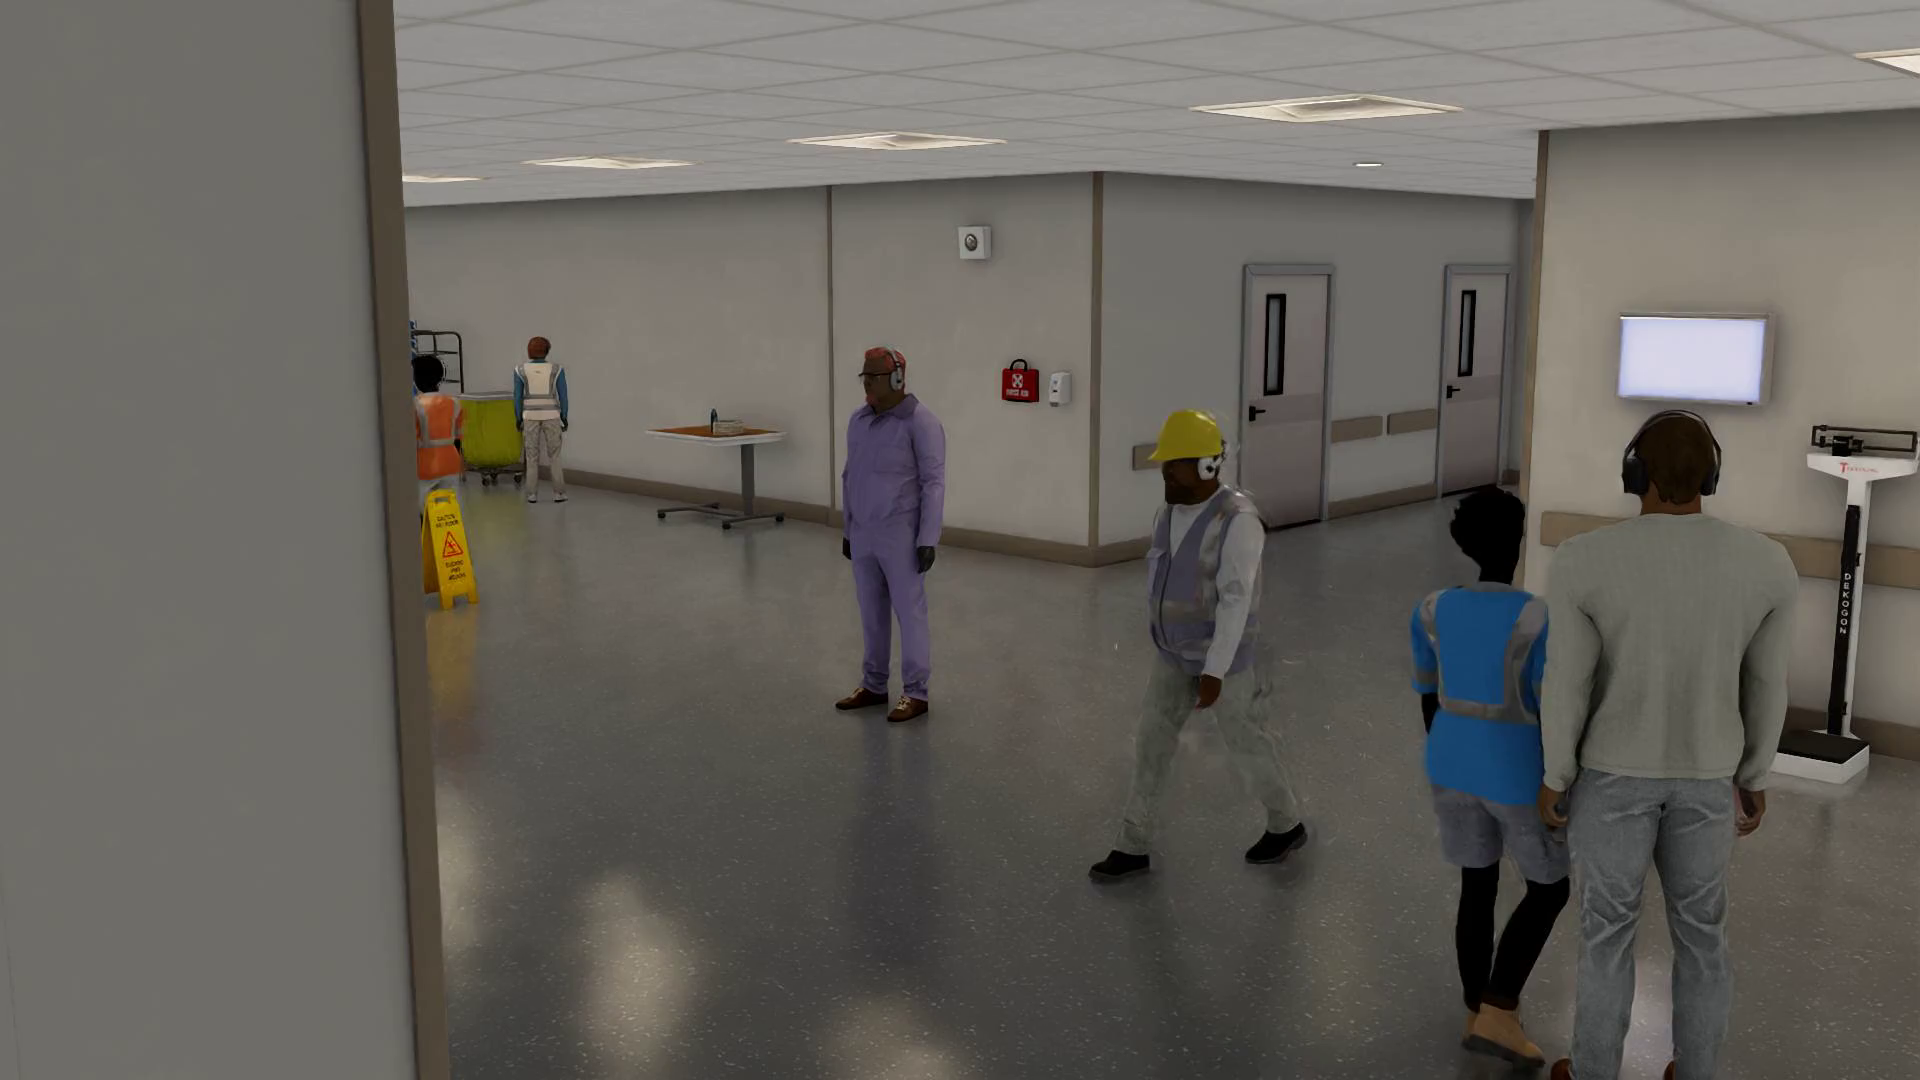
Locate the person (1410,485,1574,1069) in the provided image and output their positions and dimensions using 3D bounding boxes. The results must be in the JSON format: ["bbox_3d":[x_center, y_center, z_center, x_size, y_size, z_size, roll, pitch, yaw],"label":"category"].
[{"bbox_3d":[1.539,0.682,4.826,0.345,1.688,0.546,-7,12,-36],"label":"person"}]

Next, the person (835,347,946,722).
[{"bbox_3d":[-0.382,-0.032,8.519,0.655,1.906,0.407,8,13,42],"label":"person"}]

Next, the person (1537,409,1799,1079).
[{"bbox_3d":[1.843,0.620,4.420,0.632,1.940,0.372,1,9,5],"label":"person"}]

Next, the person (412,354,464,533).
[{"bbox_3d":[-3.819,-0.497,12.029,0.362,1.683,0.556,6,11,33],"label":"person"}]

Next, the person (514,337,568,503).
[{"bbox_3d":[-4.118,-1.179,16.375,0.521,1.636,0.311,-1,9,-8],"label":"person"}]

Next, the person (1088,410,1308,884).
[{"bbox_3d":[0.956,0.398,6.277,0.921,1.790,0.591,-6,11,-32],"label":"person"}]
